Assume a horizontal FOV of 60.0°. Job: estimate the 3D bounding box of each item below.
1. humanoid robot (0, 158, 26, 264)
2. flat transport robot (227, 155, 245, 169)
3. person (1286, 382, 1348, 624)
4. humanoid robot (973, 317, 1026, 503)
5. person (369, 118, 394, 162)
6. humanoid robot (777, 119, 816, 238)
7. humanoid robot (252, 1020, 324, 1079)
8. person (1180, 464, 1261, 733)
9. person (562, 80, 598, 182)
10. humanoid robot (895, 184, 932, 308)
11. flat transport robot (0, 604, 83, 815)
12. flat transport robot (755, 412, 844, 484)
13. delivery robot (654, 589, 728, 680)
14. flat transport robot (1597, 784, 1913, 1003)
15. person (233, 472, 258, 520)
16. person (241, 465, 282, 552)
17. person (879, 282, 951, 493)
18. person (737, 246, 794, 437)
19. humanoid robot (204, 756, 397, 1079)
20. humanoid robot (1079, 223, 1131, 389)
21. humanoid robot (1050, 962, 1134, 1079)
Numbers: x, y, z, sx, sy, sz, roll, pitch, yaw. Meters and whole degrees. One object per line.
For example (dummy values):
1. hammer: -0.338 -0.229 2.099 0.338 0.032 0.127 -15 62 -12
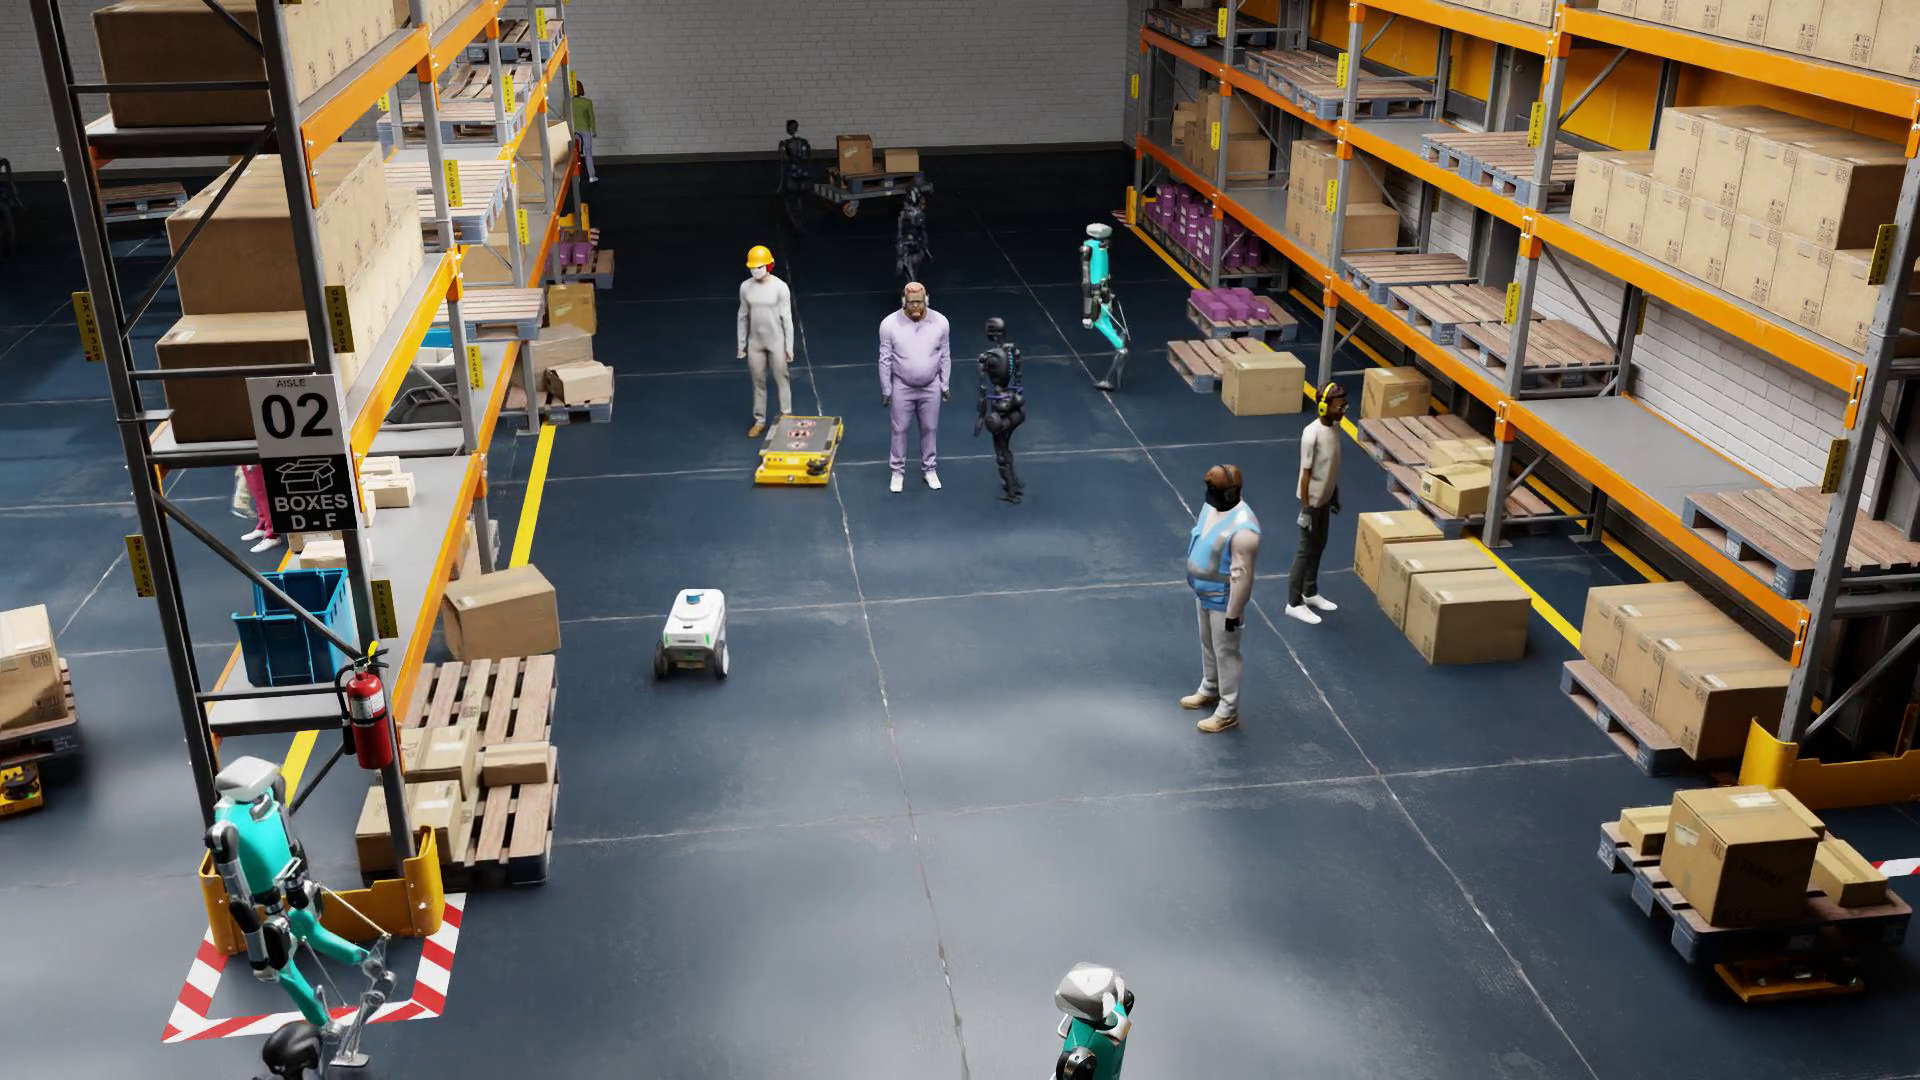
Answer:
1. humanoid robot: -12.885 -4.540 22.274 0.336 1.649 0.599 16 28 31
2. flat transport robot: -10.113 -5.040 25.161 0.659 0.231 1.431 8 25 17
3. person: 2.669 -0.285 12.348 0.324 1.867 0.500 16 28 32
4. humanoid robot: 0.386 -1.137 14.530 0.387 1.642 0.590 19 30 36
5. person: -8.077 -5.073 23.424 0.589 1.710 0.809 5 24 10
6. humanoid robot: -2.316 -5.123 23.607 0.612 1.632 0.421 -19 30 -36
7. humanoid robot: -2.373 2.491 6.245 0.608 1.649 0.332 9 25 19
8. person: 1.694 0.363 10.906 0.428 1.836 0.624 -6 24 -13
9. person: -6.201 -6.668 27.167 0.506 1.631 0.264 -1 24 -3
10. humanoid robot: -0.533 -3.399 19.690 0.613 1.639 0.608 15 28 31
11. flat transport robot: -6.245 1.370 10.556 0.659 0.231 1.431 -13 27 -27
12. flat transport robot: -1.497 -0.869 15.657 0.659 0.231 1.431 1 24 2
13. delivery robot: -1.889 0.661 11.840 0.499 0.614 0.803 0 24 0
14. flat transport robot: 4.224 1.996 9.132 0.659 0.231 1.431 -3 24 -7
15. person: -5.897 -0.916 14.010 0.931 1.665 0.618 5 24 11
16. person: -5.821 -0.709 13.592 0.286 1.633 0.499 -15 28 -31
17. person: -0.386 -1.347 14.713 0.644 1.907 0.403 -5 24 -11
18. person: -1.867 -1.896 15.985 0.569 1.892 0.380 6 24 12
19. humanoid robot: -2.949 1.848 7.713 0.750 1.839 0.538 3 24 6
20. humanoid robot: 1.588 -2.304 17.251 0.718 1.905 0.549 14 27 29
21. humanoid robot: 0.271 2.312 6.418 0.735 1.677 0.533 11 26 23
